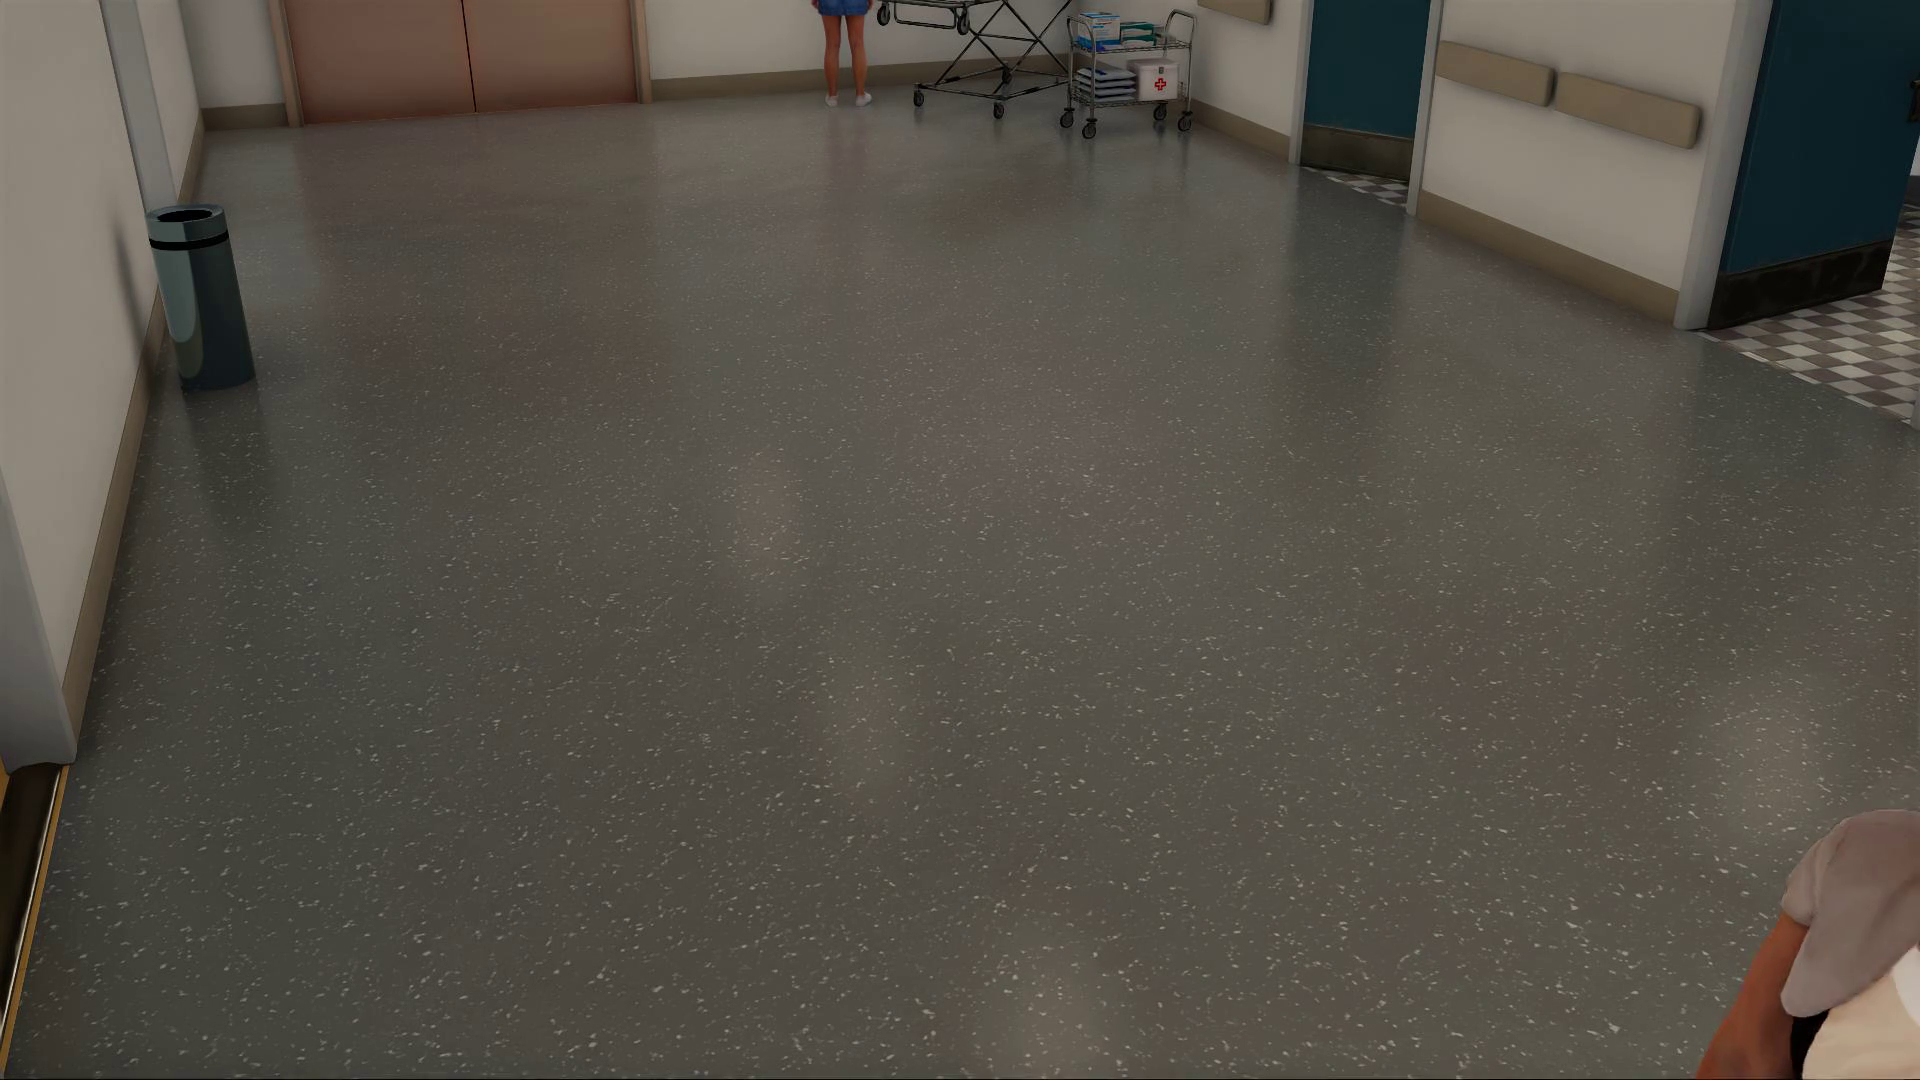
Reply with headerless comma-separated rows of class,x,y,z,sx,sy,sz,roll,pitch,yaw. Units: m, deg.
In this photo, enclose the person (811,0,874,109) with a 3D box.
person,-0.854,-3.971,12.005,0.712,1.631,0.683,0,26,1
